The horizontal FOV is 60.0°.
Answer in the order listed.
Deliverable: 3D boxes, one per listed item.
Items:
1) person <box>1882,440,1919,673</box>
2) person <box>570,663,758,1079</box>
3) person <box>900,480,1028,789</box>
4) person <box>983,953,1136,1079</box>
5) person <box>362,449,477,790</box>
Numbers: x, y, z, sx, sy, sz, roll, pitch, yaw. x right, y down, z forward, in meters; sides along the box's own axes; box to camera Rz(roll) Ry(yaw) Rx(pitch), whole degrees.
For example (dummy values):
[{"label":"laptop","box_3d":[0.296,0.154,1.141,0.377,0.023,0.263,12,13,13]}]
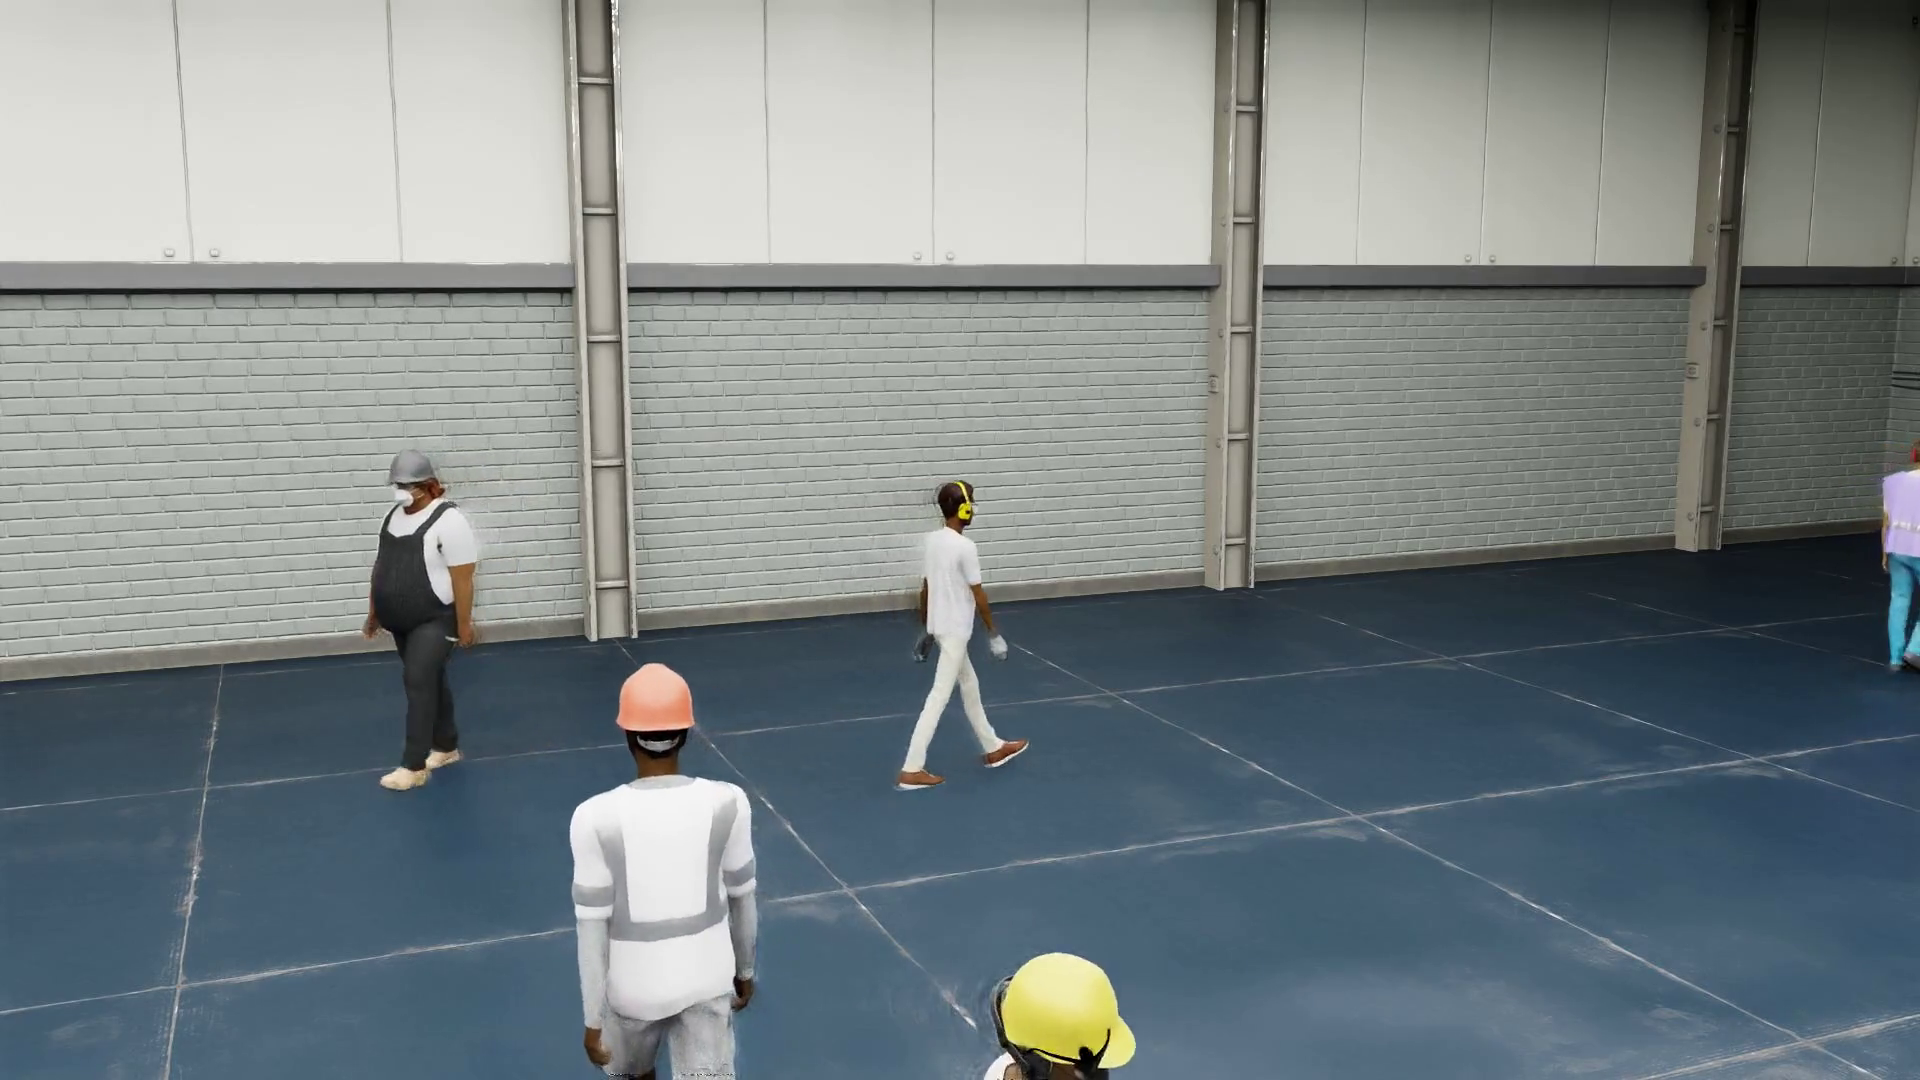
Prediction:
[{"label":"person","box_3d":[7.228,0.129,12.575,0.432,1.830,0.574,-6,11,-34]},{"label":"person","box_3d":[-0.886,1.302,5.047,0.560,1.885,0.971,-3,9,-17]},{"label":"person","box_3d":[0.019,0.553,9.952,0.977,1.820,0.513,-5,10,-28]},{"label":"person","box_3d":[0.190,1.637,3.353,0.516,1.738,0.537,-1,9,-4]},{"label":"person","box_3d":[-3.322,0.443,9.935,0.688,2.000,0.866,7,11,35]}]
